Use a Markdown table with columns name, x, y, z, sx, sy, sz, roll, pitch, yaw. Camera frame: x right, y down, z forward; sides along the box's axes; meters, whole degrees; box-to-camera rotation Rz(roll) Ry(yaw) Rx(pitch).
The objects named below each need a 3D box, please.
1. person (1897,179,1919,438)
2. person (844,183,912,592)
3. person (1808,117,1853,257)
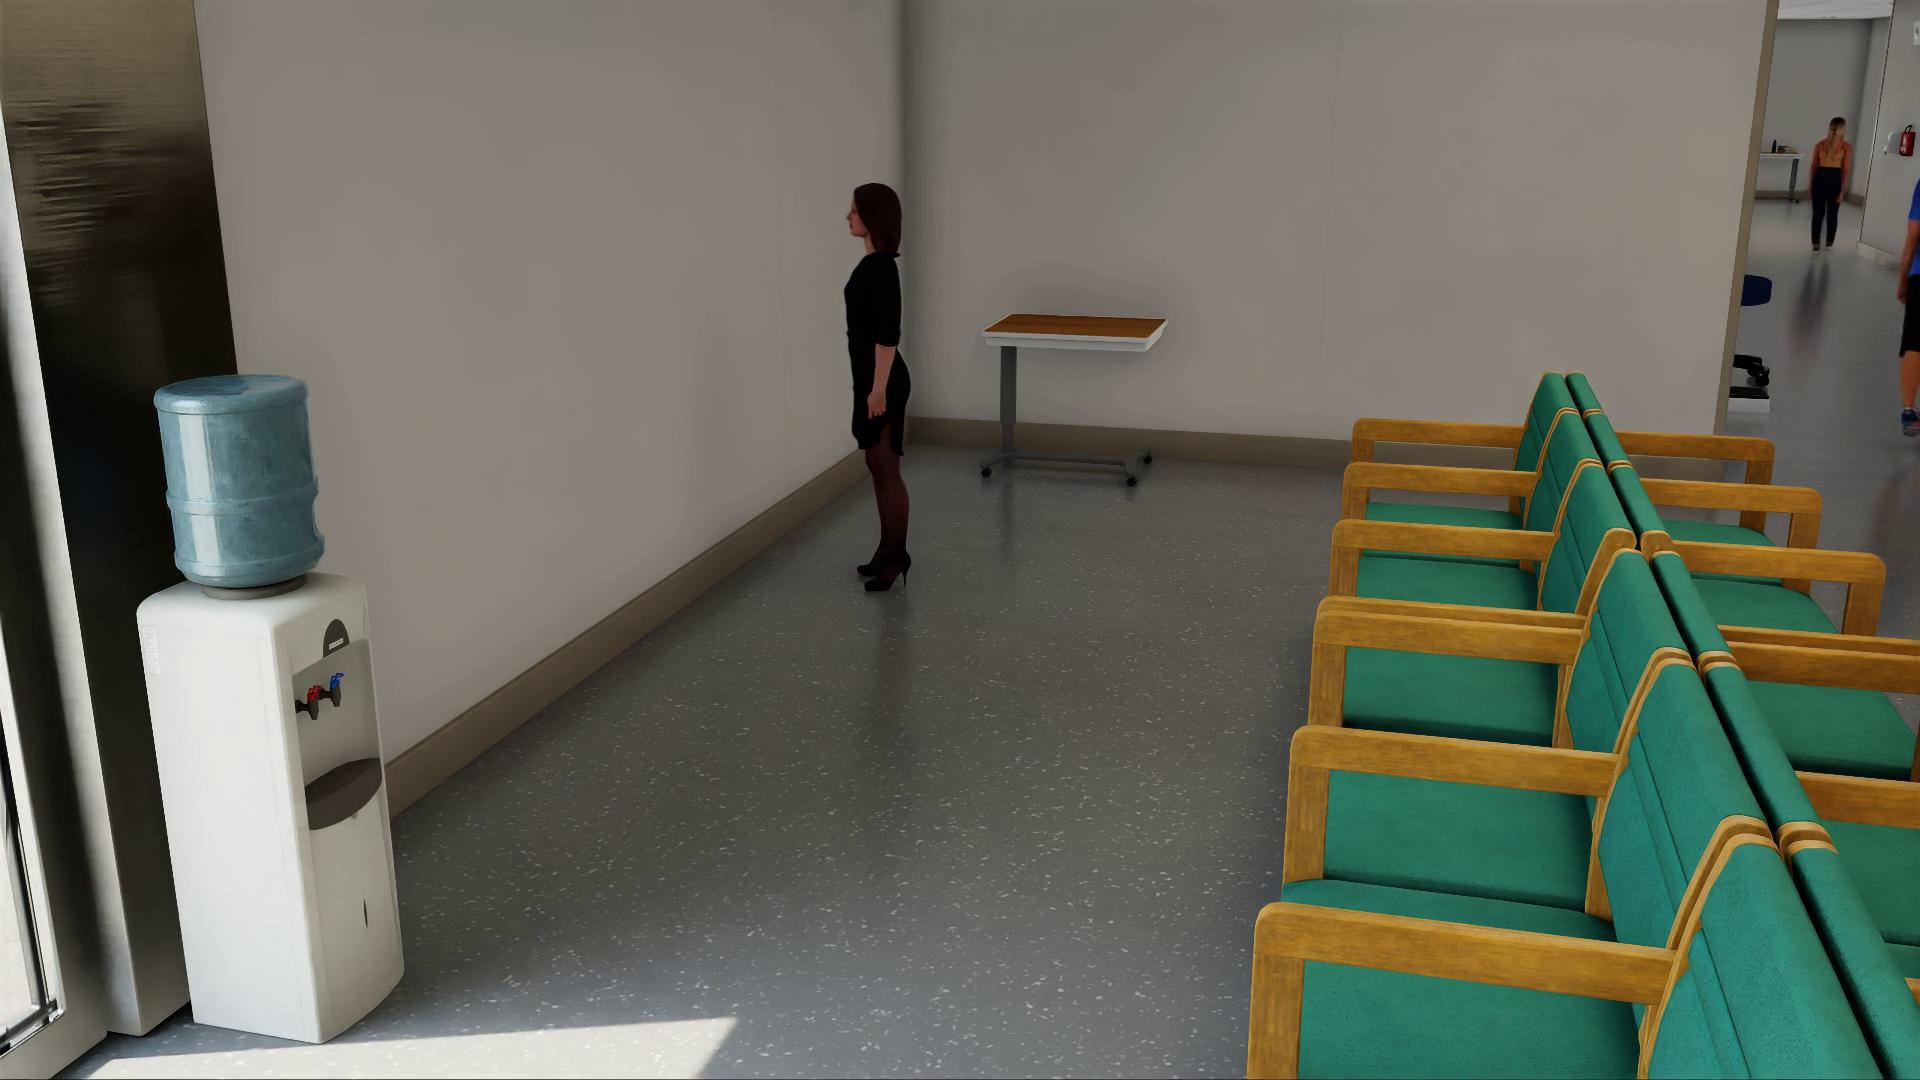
| name | x | y | z | sx | sy | sz | roll | pitch | yaw |
| --- | --- | --- | --- | --- | --- | --- | --- | --- | --- |
| person | 5.760 | -1.478 | 9.796 | 1.288 | 1.811 | 0.933 | 10 | 18 | 31 |
| person | -0.336 | -0.641 | 7.018 | 0.628 | 1.706 | 0.652 | -3 | 16 | -9 |
| person | 10.205 | -4.126 | 19.603 | 1.099 | 1.586 | 0.889 | 10 | 19 | 32 |
